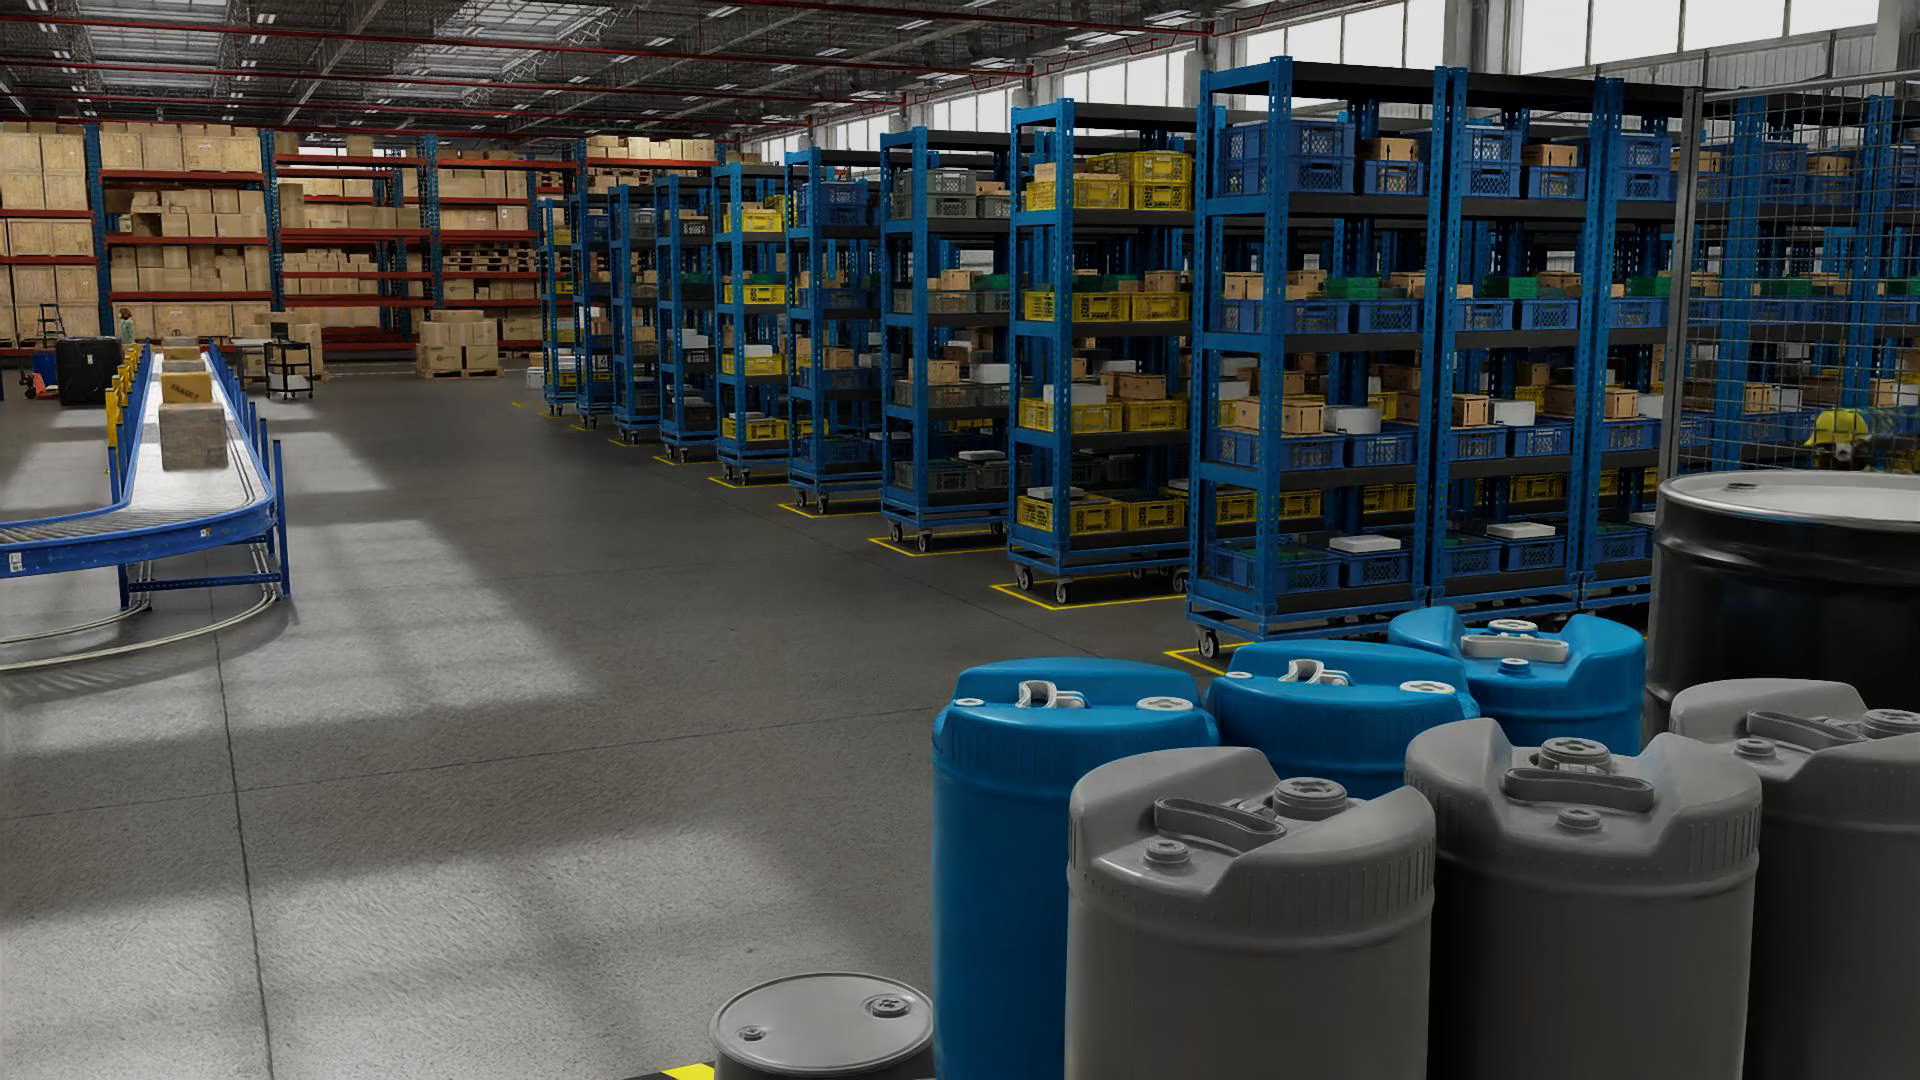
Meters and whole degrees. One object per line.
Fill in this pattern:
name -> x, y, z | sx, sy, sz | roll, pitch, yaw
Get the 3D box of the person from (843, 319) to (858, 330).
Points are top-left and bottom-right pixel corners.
person -> -2.235, -3.861, 32.842 | 0.455, 1.980, 0.630 | 8, 12, 41

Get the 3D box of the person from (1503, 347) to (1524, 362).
person -> 5.322, -1.102, 16.176 | 0.611, 1.834, 0.389 | -6, 11, -31

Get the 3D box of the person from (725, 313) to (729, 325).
person -> -4.378, -3.636, 31.714 | 0.658, 1.888, 0.552 | 9, 13, 44

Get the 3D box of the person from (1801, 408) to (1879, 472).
person -> 4.260, 0.271, 7.844 | 0.949, 1.779, 0.633 | 3, 9, 15

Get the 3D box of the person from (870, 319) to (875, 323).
person -> -2.632, -6.535, 49.540 | 0.623, 1.937, 0.414 | 6, 11, 34

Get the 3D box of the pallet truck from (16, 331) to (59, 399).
pallet truck -> -17.082, -3.353, 31.781 | 1.630, 1.274, 0.653 | -4, 10, -25

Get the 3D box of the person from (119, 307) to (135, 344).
person -> -18.426, -4.328, 36.797 | 0.509, 1.632, 0.265 | 8, 12, 40

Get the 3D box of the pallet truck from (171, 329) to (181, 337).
pallet truck -> -17.275, -3.851, 35.096 | 1.601, 1.201, 0.680 | 0, 9, 1
